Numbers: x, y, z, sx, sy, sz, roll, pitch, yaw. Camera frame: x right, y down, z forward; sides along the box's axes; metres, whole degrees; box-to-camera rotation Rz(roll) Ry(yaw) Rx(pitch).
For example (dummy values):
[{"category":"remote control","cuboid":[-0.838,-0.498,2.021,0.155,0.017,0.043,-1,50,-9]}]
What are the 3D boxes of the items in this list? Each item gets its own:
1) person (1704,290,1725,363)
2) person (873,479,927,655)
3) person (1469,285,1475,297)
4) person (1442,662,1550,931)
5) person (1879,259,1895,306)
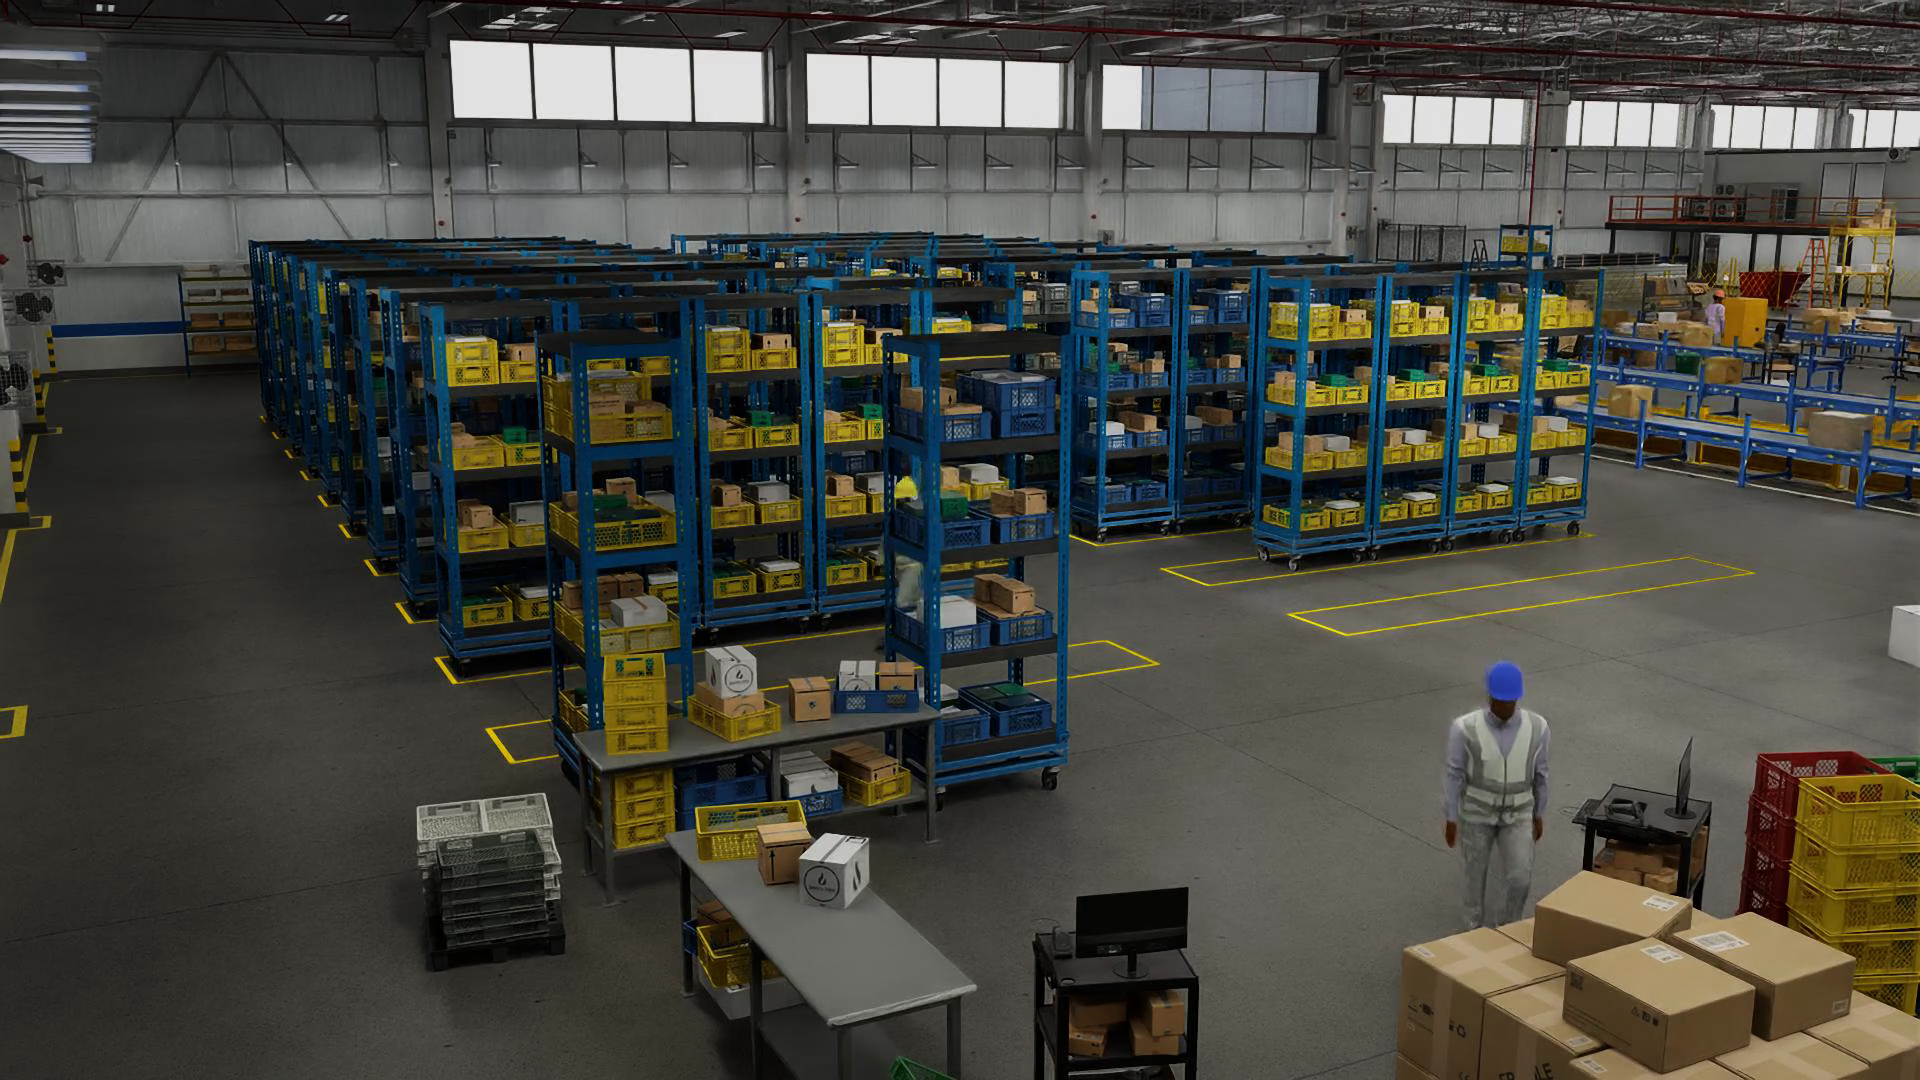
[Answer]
[{"category":"person","cuboid":[19.406,-5.398,42.733,0.374,2.043,0.608,-5,13,-22]},{"category":"person","cuboid":[-0.546,0.240,16.990,0.945,1.786,0.603,-11,16,-41]},{"category":"person","cuboid":[14.643,-6.313,47.347,0.431,1.894,0.669,-8,14,-32]},{"category":"person","cuboid":[3.210,1.666,9.943,0.637,1.921,0.704,1,12,6]},{"category":"person","cuboid":[36.183,-10.028,64.850,0.506,1.847,0.345,-9,15,-35]}]
